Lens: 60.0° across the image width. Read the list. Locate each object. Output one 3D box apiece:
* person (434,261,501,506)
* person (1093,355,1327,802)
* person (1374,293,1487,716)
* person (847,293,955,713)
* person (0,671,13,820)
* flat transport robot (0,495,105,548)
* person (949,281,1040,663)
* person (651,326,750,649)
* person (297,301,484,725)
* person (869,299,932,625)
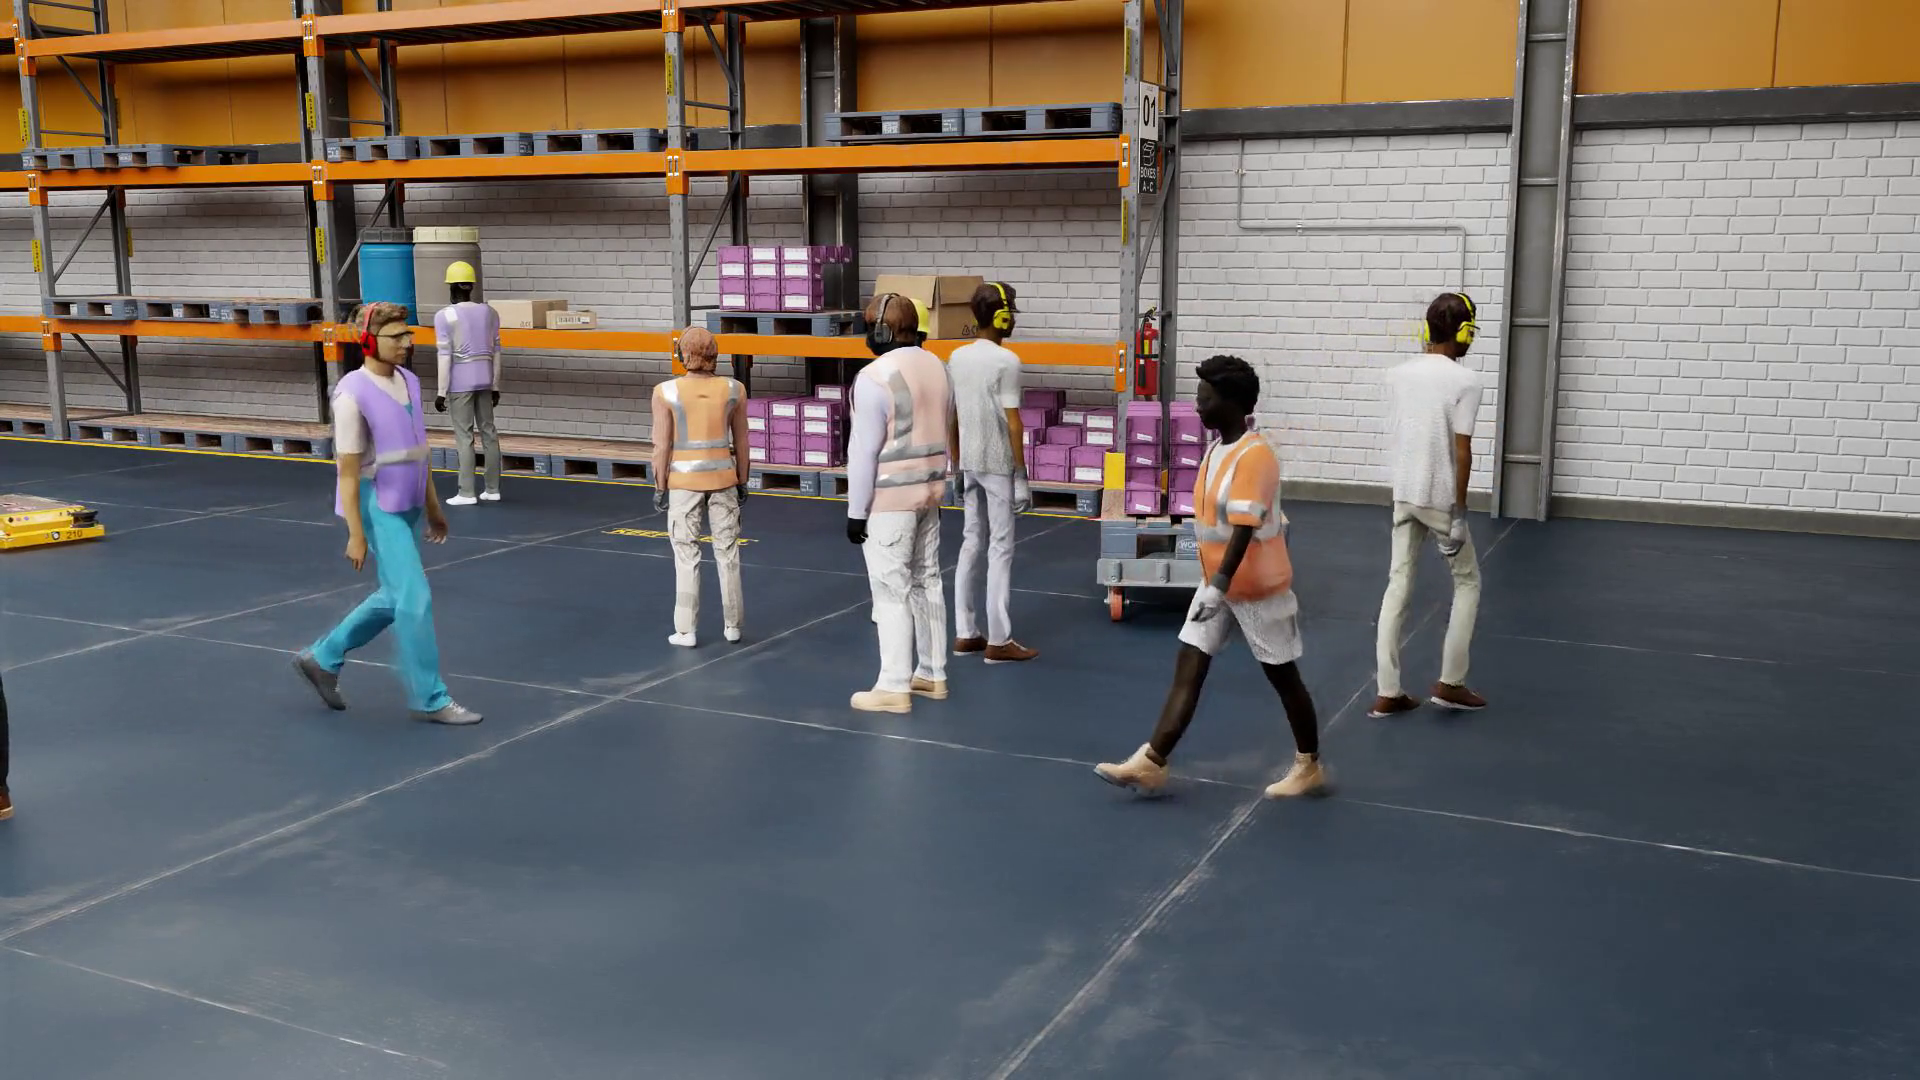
[{"bbox_3d":[-3.899,-1.230,13.177,0.372,1.928,0.584,8,13,38],"label":"person"},{"bbox_3d":[0.957,0.159,6.017,0.898,1.636,0.547,-3,10,-16],"label":"person"},{"bbox_3d":[2.073,-0.146,7.255,0.683,1.838,0.495,-8,13,-38],"label":"person"},{"bbox_3d":[-0.279,-0.166,7.357,0.430,1.837,0.628,7,12,33],"label":"person"},{"bbox_3d":[-3.516,0.057,5.616,0.392,1.995,0.612,-1,10,-4],"label":"person"},{"bbox_3d":[-6.706,-0.149,11.728,1.431,0.197,0.652,8,12,37],"label":"flat transport robot"},{"bbox_3d":[0.152,-0.327,8.193,0.311,1.864,0.532,-9,13,-41],"label":"person"},{"bbox_3d":[-1.312,-0.263,8.462,0.523,1.639,0.306,-5,11,-26],"label":"person"},{"bbox_3d":[-2.480,-0.109,7.093,0.808,1.818,0.586,1,10,6],"label":"person"},{"bbox_3d":[-0.293,-0.409,8.957,0.328,1.762,0.523,6,12,31],"label":"person"}]
